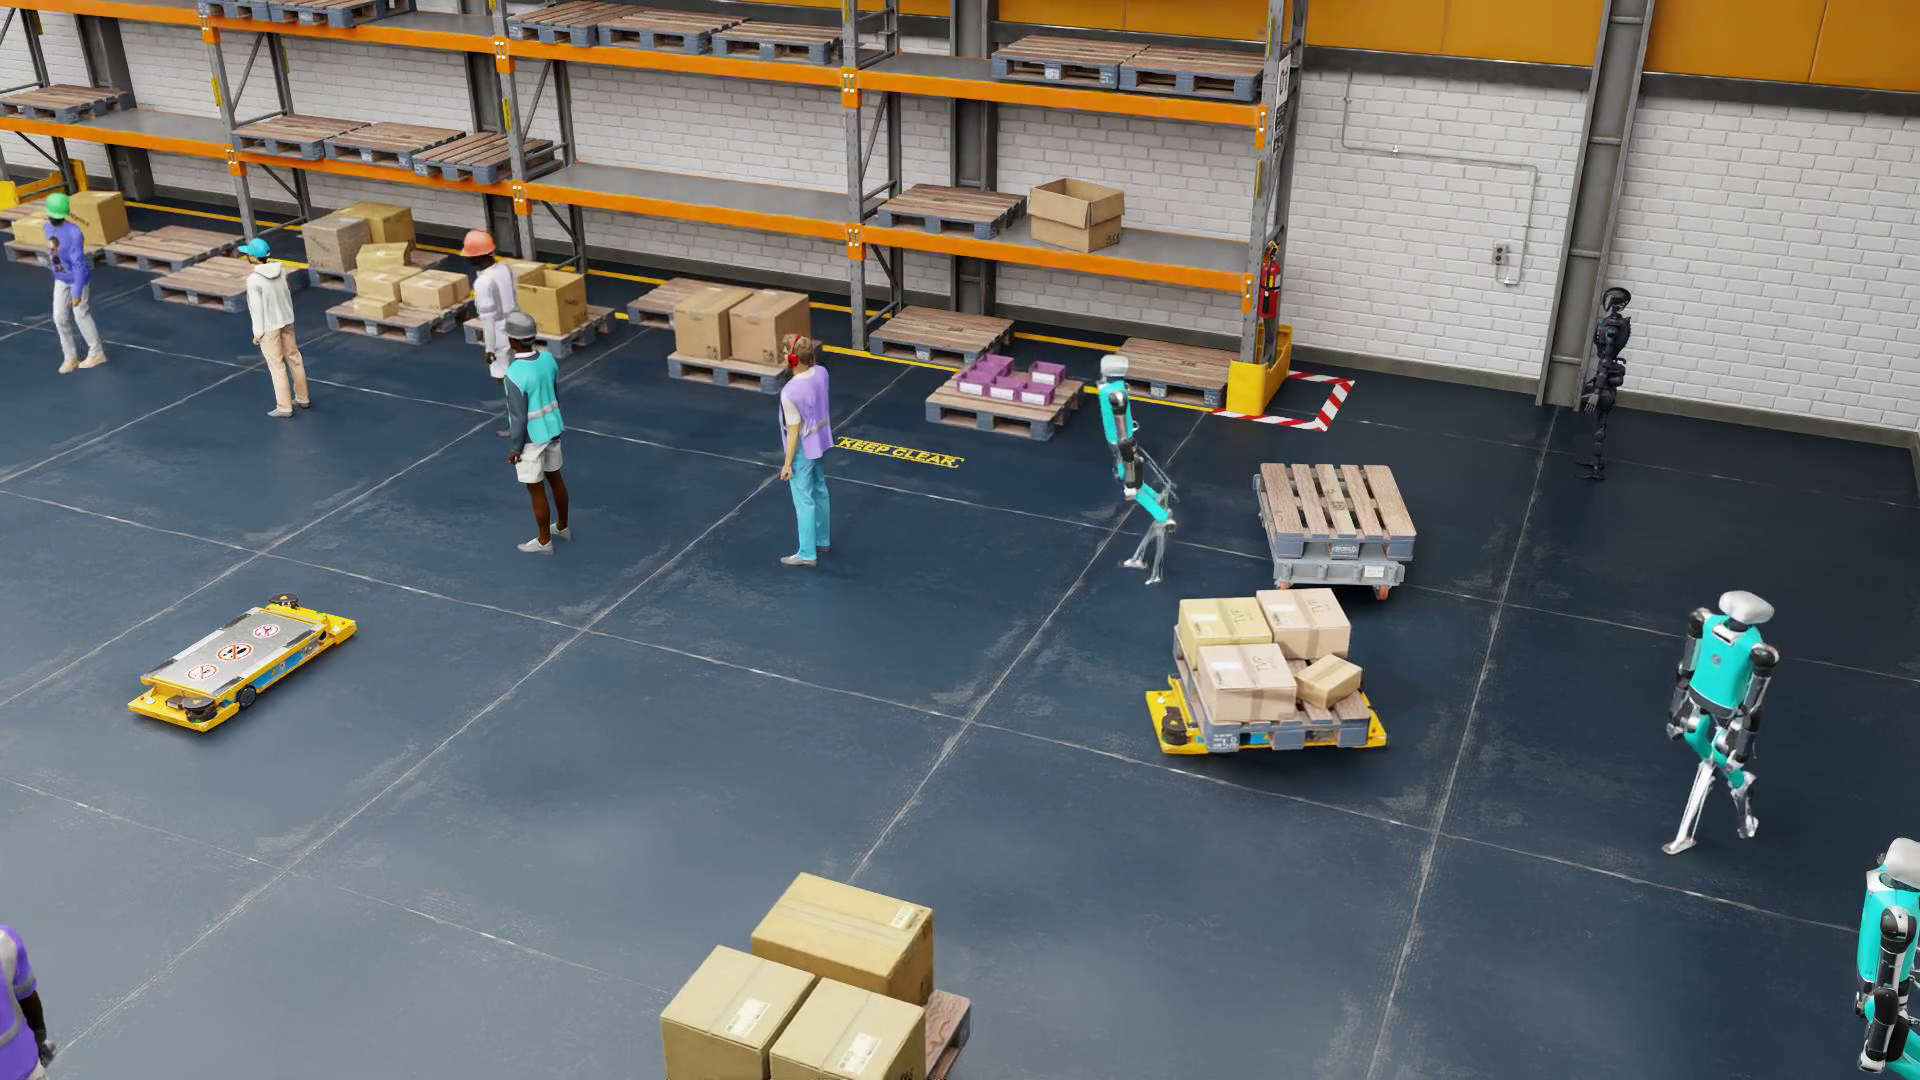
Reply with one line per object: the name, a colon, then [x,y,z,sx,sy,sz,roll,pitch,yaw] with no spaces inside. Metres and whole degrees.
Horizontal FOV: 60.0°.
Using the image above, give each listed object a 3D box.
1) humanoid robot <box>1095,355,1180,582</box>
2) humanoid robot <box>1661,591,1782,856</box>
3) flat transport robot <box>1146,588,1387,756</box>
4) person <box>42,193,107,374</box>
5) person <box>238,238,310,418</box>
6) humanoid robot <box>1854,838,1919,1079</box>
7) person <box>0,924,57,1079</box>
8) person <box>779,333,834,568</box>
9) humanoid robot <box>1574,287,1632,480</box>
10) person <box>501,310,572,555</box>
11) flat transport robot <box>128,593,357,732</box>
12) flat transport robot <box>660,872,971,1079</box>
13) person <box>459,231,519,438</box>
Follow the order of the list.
humanoid robot: [1.394,-0.516,12.357,0.806,1.798,0.547,-3,27,-6]
humanoid robot: [4.405,1.049,9.380,0.843,1.847,0.560,-15,31,-26]
flat transport robot: [1.970,1.113,10.773,1.431,0.231,0.659,-2,27,-4]
person: [-8.598,-2.474,16.038,0.550,1.814,0.589,8,28,15]
person: [-6.235,-1.930,15.137,0.360,1.676,0.473,11,29,20]
humanoid robot: [4.162,2.065,7.179,0.735,1.677,0.533,11,29,20]
person: [-4.014,2.193,6.835,0.366,1.961,0.612,11,29,20]
person: [-1.156,-0.669,12.507,0.385,1.845,0.569,11,29,20]
humanoid robot: [5.391,-1.318,13.935,0.315,1.657,0.599,11,29,20]
person: [-3.221,-0.813,12.685,0.412,1.939,0.563,11,29,20]
flat transport robot: [-4.874,0.816,11.349,0.659,0.231,1.431,11,29,20]
flat transport robot: [-0.620,2.655,7.784,1.431,0.231,0.659,11,29,21]
person: [-4.031,-1.812,14.662,0.474,1.915,0.641,5,28,9]
